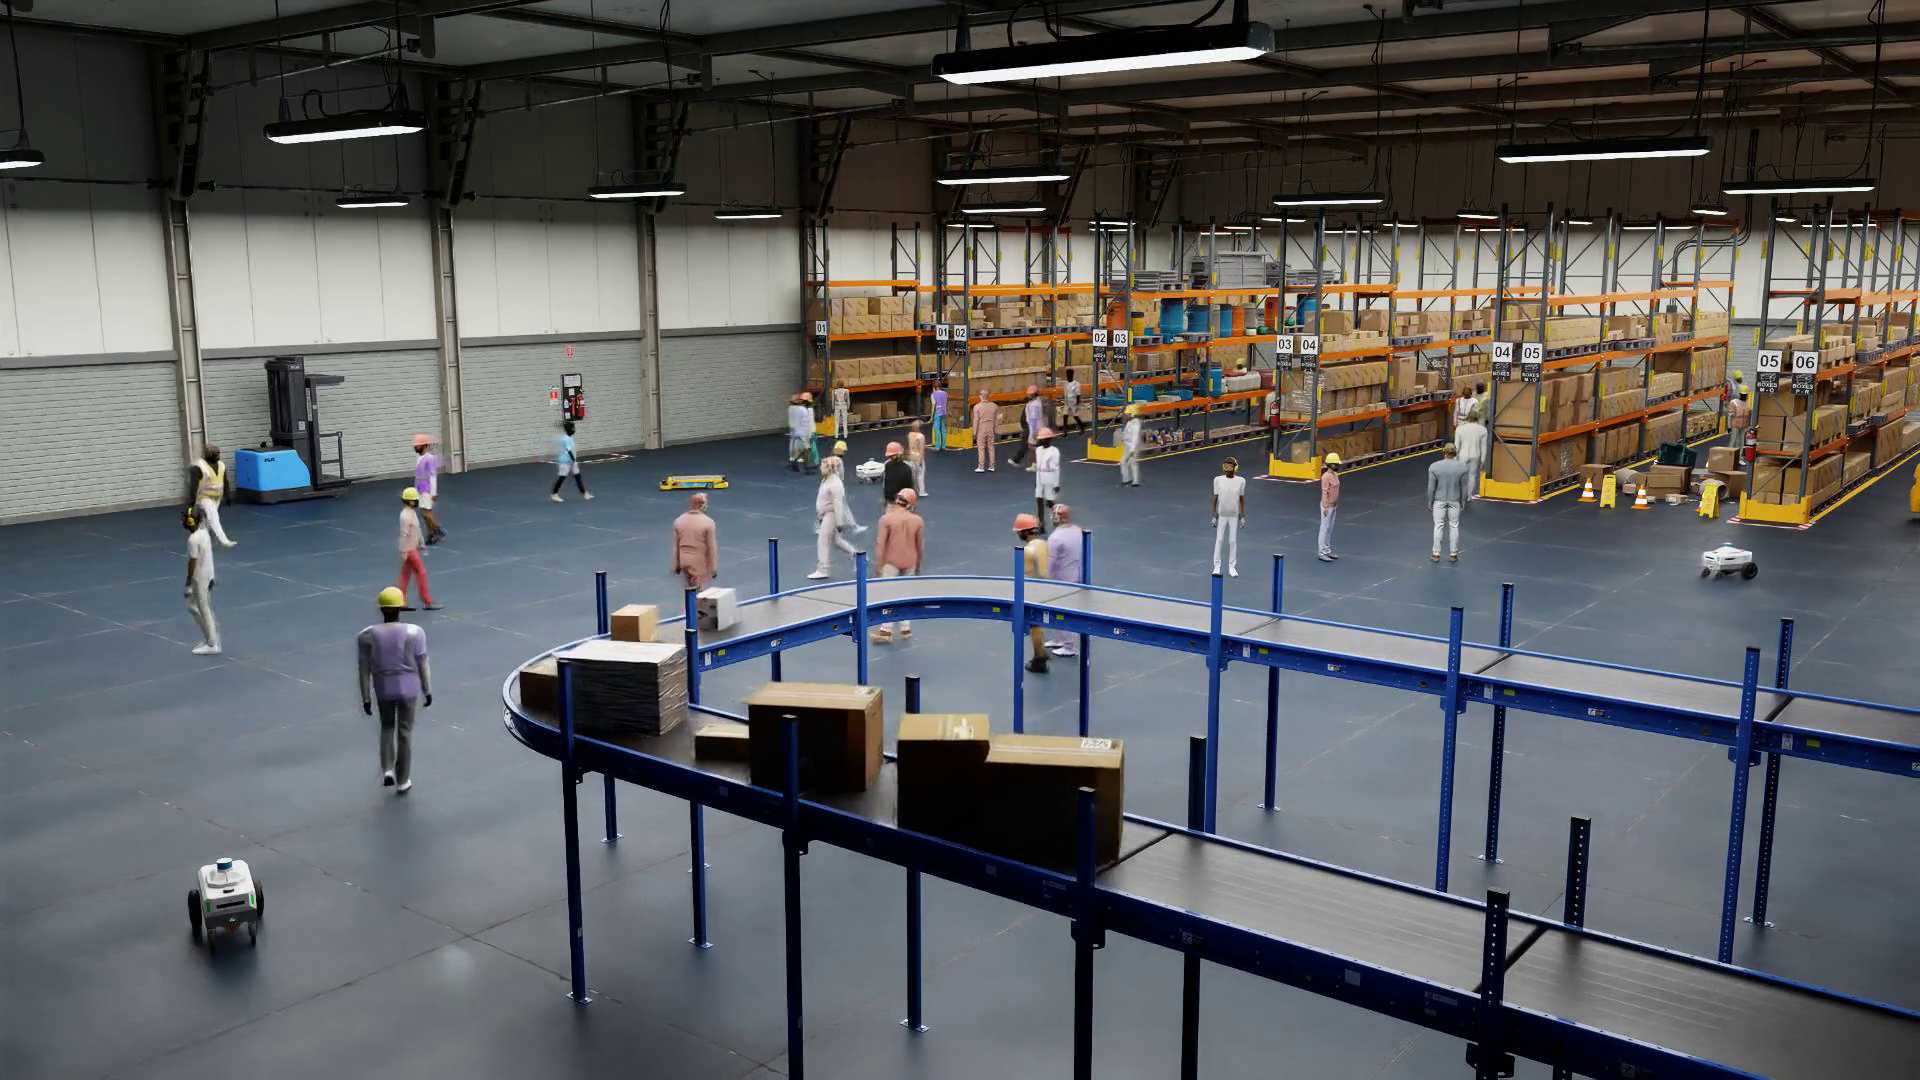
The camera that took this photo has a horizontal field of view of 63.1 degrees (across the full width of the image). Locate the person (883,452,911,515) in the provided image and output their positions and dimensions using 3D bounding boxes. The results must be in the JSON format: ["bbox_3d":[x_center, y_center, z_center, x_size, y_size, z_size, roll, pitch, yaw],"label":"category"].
[{"bbox_3d":[-1.139,-0.831,27.585,0.529,1.602,0.782,2,10,11],"label":"person"}]

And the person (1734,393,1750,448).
[{"bbox_3d":[19.846,-2.954,39.622,0.530,1.583,0.873,2,10,9],"label":"person"}]

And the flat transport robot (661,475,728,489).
[{"bbox_3d":[-5.754,-1.255,33.885,1.431,0.197,0.652,-2,10,-10],"label":"flat transport robot"}]

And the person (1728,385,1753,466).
[{"bbox_3d":[18.716,-2.746,37.502,0.591,1.923,0.382,1,10,5],"label":"person"}]

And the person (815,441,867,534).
[{"bbox_3d":[-2.163,-0.925,27.920,0.941,1.679,0.495,-2,10,-9],"label":"person"}]

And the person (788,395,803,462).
[{"bbox_3d":[-4.023,-2.738,38.280,0.288,1.633,0.497,-8,13,-38],"label":"person"}]

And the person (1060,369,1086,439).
[{"bbox_3d":[3.140,-3.804,43.436,0.620,1.942,0.886,9,13,41],"label":"person"}]

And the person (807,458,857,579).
[{"bbox_3d":[-1.928,-0.351,24.172,0.857,1.874,0.644,-2,10,-11],"label":"person"}]

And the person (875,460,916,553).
[{"bbox_3d":[-1.070,-0.681,26.214,1.008,1.802,0.509,-9,13,-40],"label":"person"}]

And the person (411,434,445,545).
[{"bbox_3d":[-9.214,-0.866,26.904,0.403,1.926,0.543,-9,13,-40],"label":"person"}]

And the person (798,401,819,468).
[{"bbox_3d":[-3.615,-2.552,36.933,0.624,1.735,0.550,1,10,6],"label":"person"}]

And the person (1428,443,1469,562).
[{"bbox_3d":[7.933,-0.618,25.490,0.630,1.940,0.370,2,10,10],"label":"person"}]

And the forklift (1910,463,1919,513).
[{"bbox_3d":[19.034,-1.348,28.998,2.313,2.155,1.214,8,13,37],"label":"forklift"}]

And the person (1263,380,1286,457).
[{"bbox_3d":[7.808,-3.020,38.922,0.719,1.976,0.626,-8,13,-37],"label":"person"}]

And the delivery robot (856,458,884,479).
[{"bbox_3d":[-1.950,-1.561,34.547,0.707,0.478,0.477,-10,14,-43],"label":"delivery robot"}]

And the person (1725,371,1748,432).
[{"bbox_3d":[22.162,-3.912,44.537,0.650,1.770,0.862,-1,10,-8],"label":"person"}]

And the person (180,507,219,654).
[{"bbox_3d":[-9.472,0.506,19.392,0.453,1.853,0.559,-2,10,-12],"label":"person"}]

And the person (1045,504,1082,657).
[{"bbox_3d":[1.181,0.488,19.399,0.707,1.881,0.671,7,12,33],"label":"person"}]

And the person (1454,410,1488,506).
[{"bbox_3d":[10.221,-1.654,31.364,0.648,1.920,0.441,2,10,11],"label":"person"}]

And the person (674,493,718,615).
[{"bbox_3d":[-3.477,0.322,20.406,0.664,1.876,0.783,6,12,29],"label":"person"}]

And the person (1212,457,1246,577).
[{"bbox_3d":[4.168,-0.361,24.259,0.520,1.864,0.333,1,10,6],"label":"person"}]

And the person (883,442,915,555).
[{"bbox_3d":[-1.015,-0.646,25.669,0.572,1.944,0.819,-8,13,-38],"label":"person"}]

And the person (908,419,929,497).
[{"bbox_3d":[-0.939,-1.684,32.363,0.629,1.622,0.519,-9,14,-42],"label":"person"}]

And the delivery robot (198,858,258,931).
[{"bbox_3d":[-5.329,2.556,11.370,0.477,0.478,0.707,-5,11,-29],"label":"delivery robot"}]

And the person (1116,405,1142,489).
[{"bbox_3d":[3.608,-1.997,33.595,0.648,1.807,0.628,-1,10,-6],"label":"person"}]

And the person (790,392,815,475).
[{"bbox_3d":[-3.576,-2.424,35.751,0.494,1.905,0.559,-4,11,-22],"label":"person"}]

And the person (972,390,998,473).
[{"bbox_3d":[0.566,-2.524,36.304,0.646,1.907,0.401,-5,11,-28],"label":"person"}]

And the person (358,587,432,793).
[{"bbox_3d":[-5.171,1.368,14.374,0.598,1.908,0.421,-1,10,-8],"label":"person"}]

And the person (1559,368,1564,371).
[{"bbox_3d":[18.958,-4.754,49.460,0.370,1.682,0.553,6,12,31],"label":"person"}]

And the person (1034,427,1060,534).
[{"bbox_3d":[1.599,-1.076,28.127,0.671,1.920,0.550,-9,13,-40],"label":"person"}]

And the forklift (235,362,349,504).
[{"bbox_3d":[-13.803,-2.244,32.110,1.129,2.768,1.873,8,13,37],"label":"forklift"}]

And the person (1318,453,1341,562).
[{"bbox_3d":[6.059,-0.546,25.571,0.310,1.768,0.533,6,12,32],"label":"person"}]

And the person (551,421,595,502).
[{"bbox_3d":[-7.919,-1.585,31.744,0.893,1.648,0.531,0,10,2],"label":"person"}]

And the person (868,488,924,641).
[{"bbox_3d":[-0.819,0.310,20.260,0.761,1.943,0.495,-4,11,-21],"label":"person"}]

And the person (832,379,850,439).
[{"bbox_3d":[-3.295,-3.617,43.242,0.508,1.629,0.314,0,10,0],"label":"person"}]

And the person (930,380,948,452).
[{"bbox_3d":[-0.543,-3.192,40.243,0.389,1.843,0.566,8,13,39],"label":"person"}]

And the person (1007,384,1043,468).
[{"bbox_3d":[1.689,-2.730,37.209,0.982,2.000,0.698,4,11,19],"label":"person"}]

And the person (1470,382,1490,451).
[{"bbox_3d":[13.224,-3.127,39.928,0.651,1.823,0.455,9,14,43],"label":"person"}]

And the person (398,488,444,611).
[{"bbox_3d":[-7.546,0.134,21.830,0.770,1.740,0.527,-2,10,-10],"label":"person"}]

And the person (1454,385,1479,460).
[{"bbox_3d":[12.306,-2.824,38.055,0.583,1.882,0.337,7,12,36],"label":"person"}]

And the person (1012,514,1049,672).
[{"bbox_3d":[0.842,0.631,18.525,0.472,1.909,0.575,5,11,27],"label":"person"}]

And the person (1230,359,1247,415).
[{"bbox_3d":[8.945,-4.908,50.070,0.588,1.783,0.934,5,11,26],"label":"person"}]

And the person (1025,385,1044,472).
[{"bbox_3d":[1.795,-2.568,36.278,0.669,2.006,0.654,4,11,20],"label":"person"}]

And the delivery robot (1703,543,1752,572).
[{"bbox_3d":[11.857,0.285,24.155,0.707,0.478,0.477,-3,11,-18],"label":"delivery robot"}]

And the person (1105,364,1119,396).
[{"bbox_3d":[5.014,-5.182,51.456,1.100,1.858,0.637,-6,12,-31],"label":"person"}]

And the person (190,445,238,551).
[{"bbox_3d":[-12.606,-0.706,26.414,0.983,1.778,0.640,3,11,18],"label":"person"}]
